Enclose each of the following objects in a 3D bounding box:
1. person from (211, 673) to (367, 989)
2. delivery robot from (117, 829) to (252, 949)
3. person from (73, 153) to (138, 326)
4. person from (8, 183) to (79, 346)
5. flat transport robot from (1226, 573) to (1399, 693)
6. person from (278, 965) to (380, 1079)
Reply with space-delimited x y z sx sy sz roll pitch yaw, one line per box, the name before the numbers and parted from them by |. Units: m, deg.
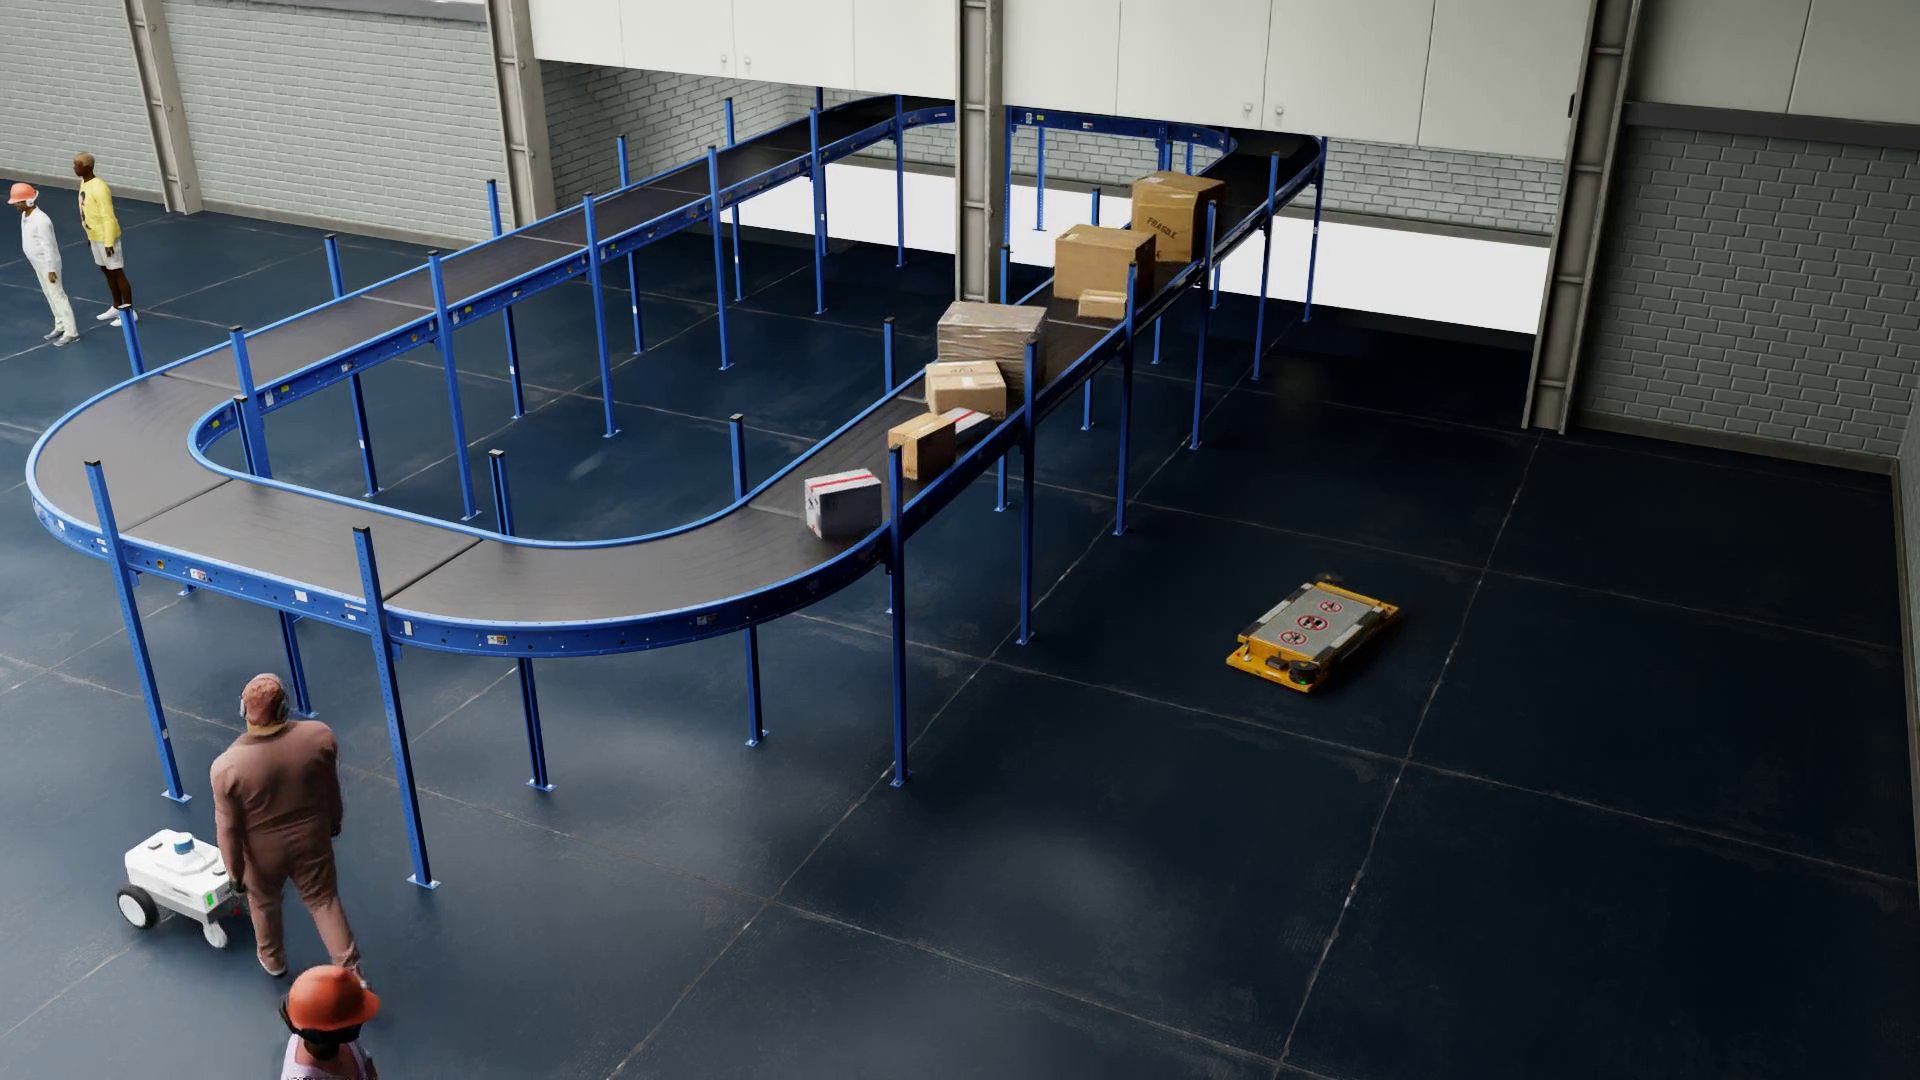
person | -3.443 1.558 8.544 0.657 1.859 0.856 -19 32 -33
delivery robot | -4.312 1.913 9.318 0.812 0.611 0.499 13 29 24
person | -9.456 -3.323 18.339 0.542 1.899 0.376 22 34 37
person | -9.806 -2.955 17.770 0.561 1.743 0.349 24 35 39
flat transport robot | 2.593 0.664 12.138 0.659 0.231 1.431 19 32 34
person | -2.312 2.461 6.569 0.884 2.010 0.631 -7 27 -14
